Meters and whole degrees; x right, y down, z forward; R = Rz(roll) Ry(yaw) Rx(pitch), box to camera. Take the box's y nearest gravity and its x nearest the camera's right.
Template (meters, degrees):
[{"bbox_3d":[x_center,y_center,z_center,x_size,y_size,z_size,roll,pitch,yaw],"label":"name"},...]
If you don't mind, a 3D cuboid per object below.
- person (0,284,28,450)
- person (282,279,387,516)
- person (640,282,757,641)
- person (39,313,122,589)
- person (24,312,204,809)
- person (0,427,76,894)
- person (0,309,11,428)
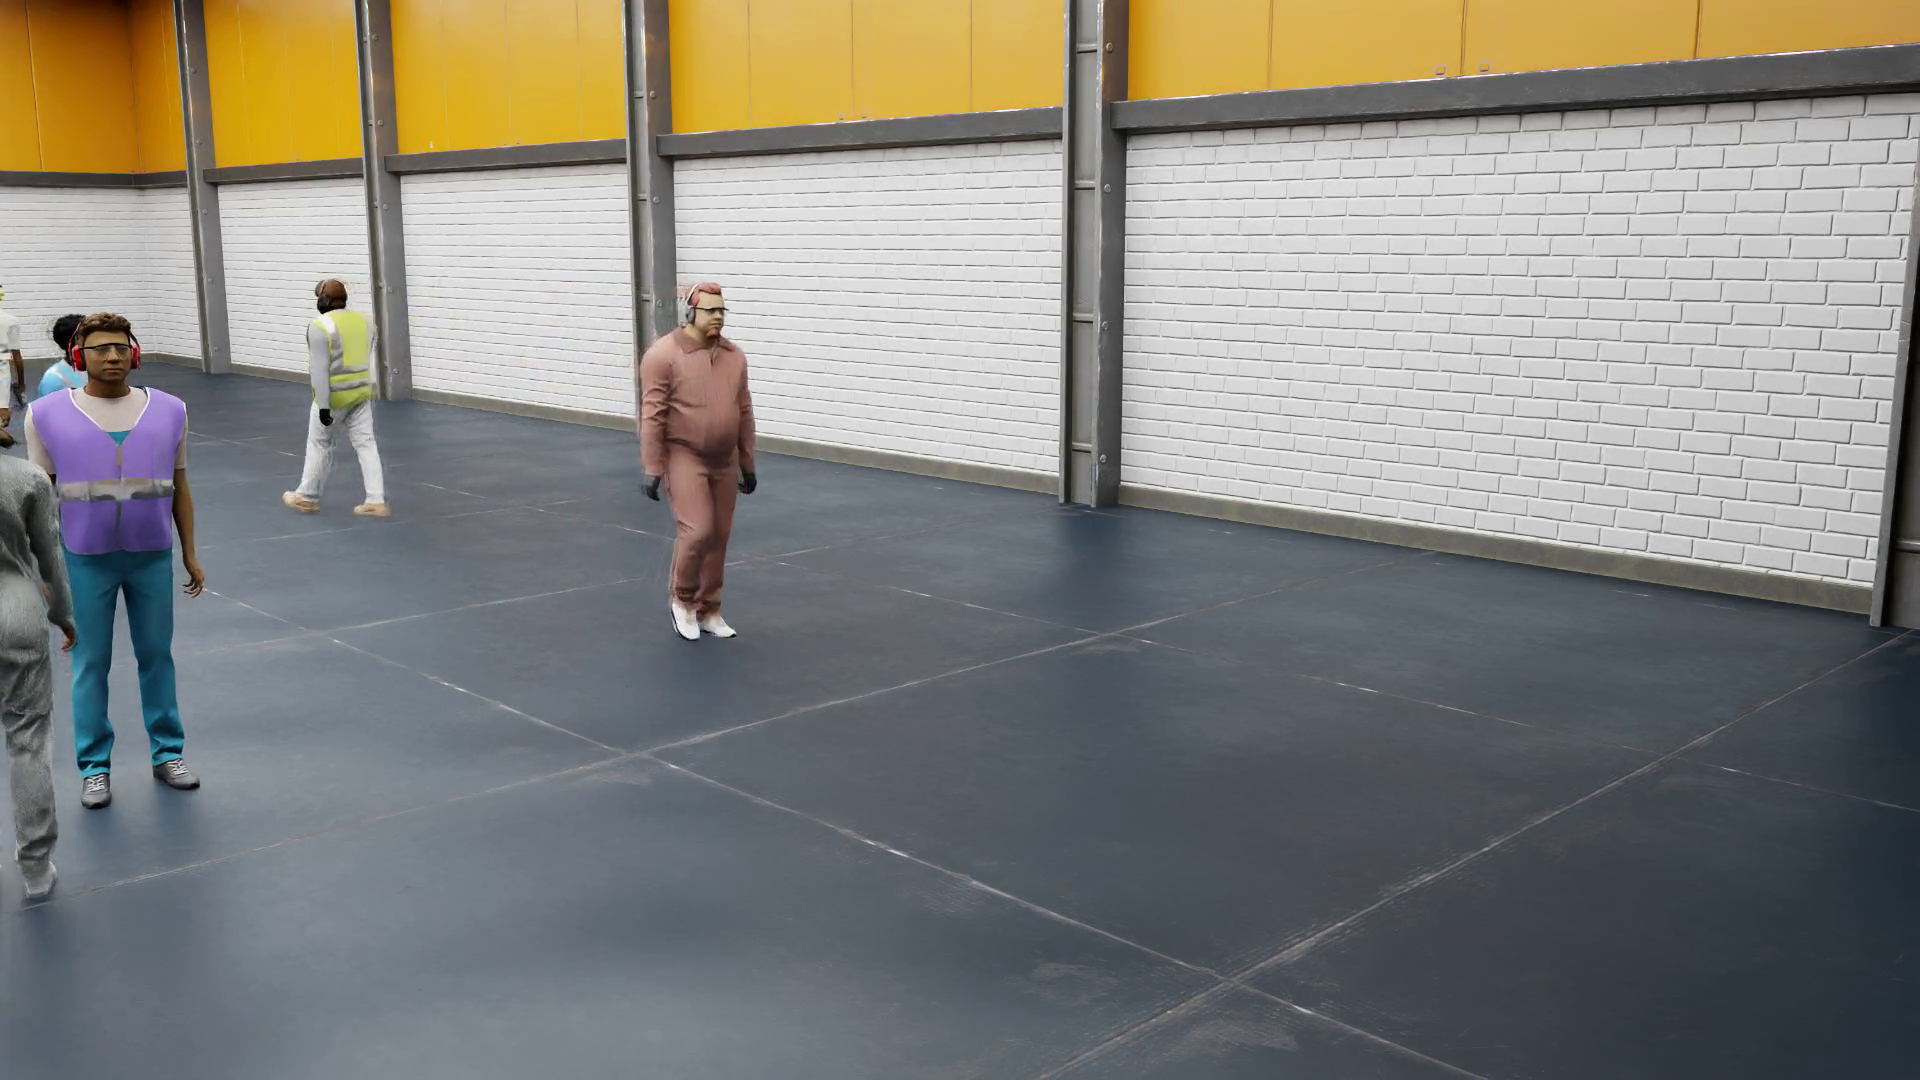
[{"bbox_3d":[-7.731,-1.198,13.250,0.539,1.823,0.790,-2,11,-13],"label":"person"},{"bbox_3d":[-4.799,-1.078,12.682,0.941,1.796,0.639,5,11,25],"label":"person"},{"bbox_3d":[-1.335,-0.399,8.727,0.439,1.890,0.677,10,14,43],"label":"person"},{"bbox_3d":[-5.344,-0.526,9.993,0.552,1.674,0.539,0,10,-1],"label":"person"},{"bbox_3d":[-3.188,0.064,6.312,0.562,1.850,0.390,-9,14,-40],"label":"person"},{"bbox_3d":[-3.169,0.293,5.428,0.514,1.716,0.554,-7,12,-32],"label":"person"},{"bbox_3d":[-6.820,-0.961,11.376,0.608,2.046,0.368,-3,11,-16],"label":"person"}]
